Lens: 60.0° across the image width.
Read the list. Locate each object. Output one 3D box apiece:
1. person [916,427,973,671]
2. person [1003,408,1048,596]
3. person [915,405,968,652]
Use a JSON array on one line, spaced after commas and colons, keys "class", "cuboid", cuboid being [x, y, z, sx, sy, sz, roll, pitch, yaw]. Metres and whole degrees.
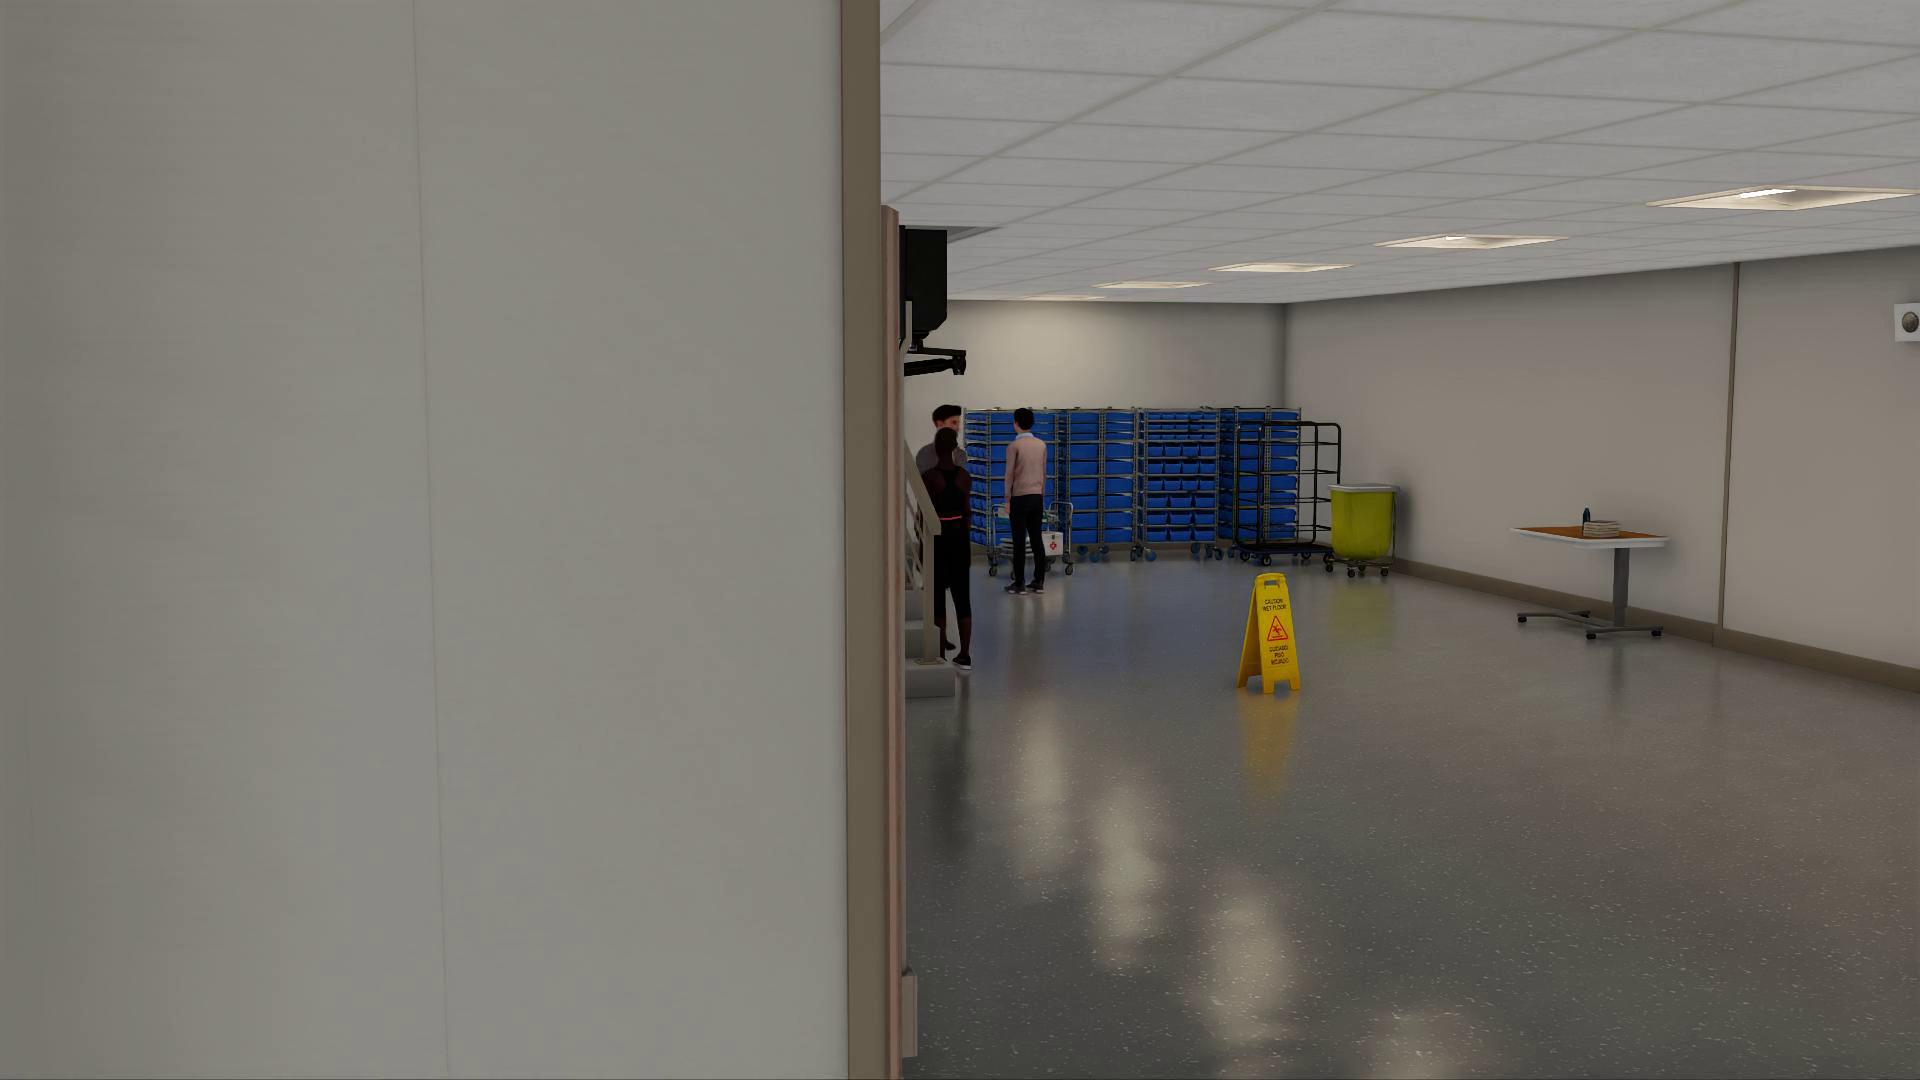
[{"class": "person", "cuboid": [-0.095, 0.063, 11.964, 0.626, 1.757, 0.607, -3, 7, -28]}, {"class": "person", "cuboid": [0.641, -0.386, 16.188, 0.678, 1.805, 0.649, -4, 7, -32]}, {"class": "person", "cuboid": [-0.232, -0.093, 12.901, 0.932, 1.880, 1.070, -5, 8, -42]}]
